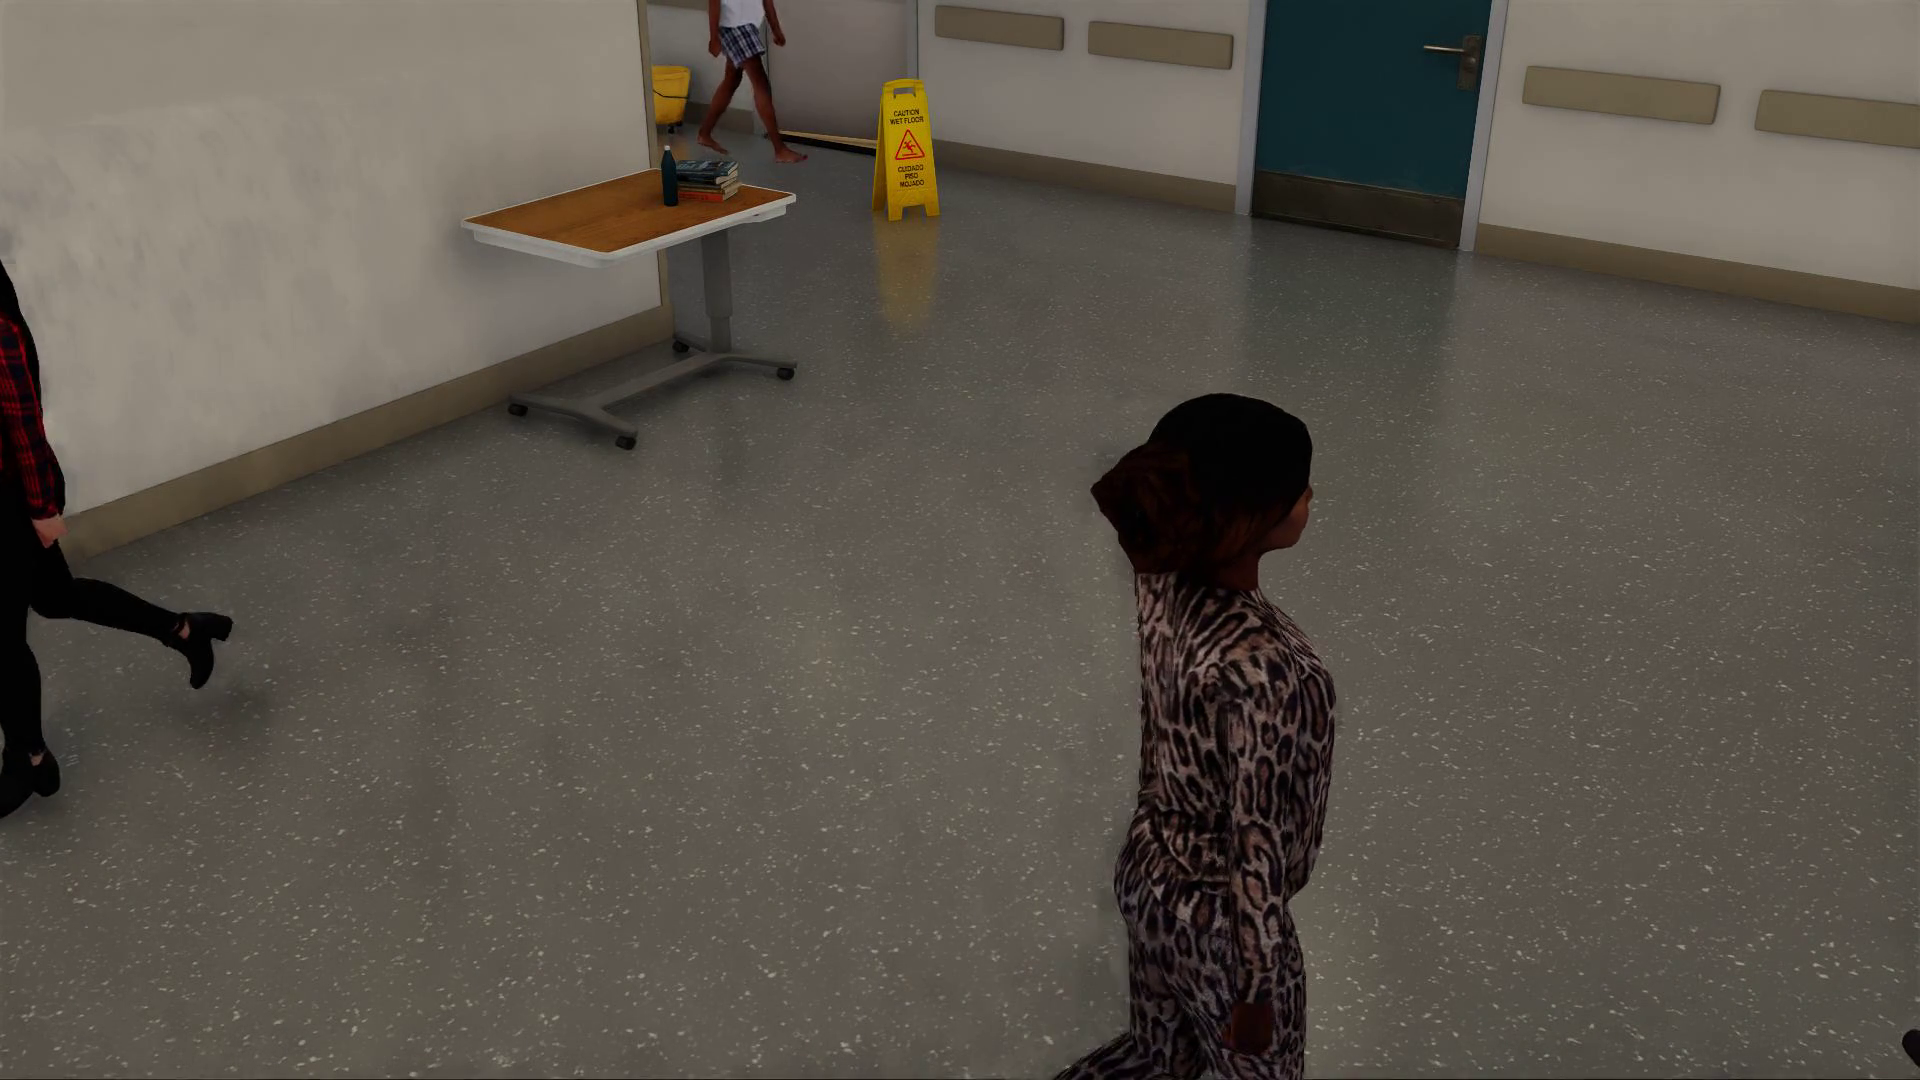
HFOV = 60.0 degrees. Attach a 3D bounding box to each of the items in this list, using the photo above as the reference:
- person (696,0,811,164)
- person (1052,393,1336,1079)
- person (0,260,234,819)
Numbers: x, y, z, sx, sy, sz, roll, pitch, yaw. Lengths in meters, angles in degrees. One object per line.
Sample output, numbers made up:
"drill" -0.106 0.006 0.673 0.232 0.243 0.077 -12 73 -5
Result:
"person" -1.452 -3.223 10.461 1.169 1.688 0.790 12 28 23
"person" 0.301 0.589 2.545 0.996 1.699 0.961 -6 26 -12
"person" -2.290 -0.137 4.130 0.954 1.630 0.694 19 32 35
